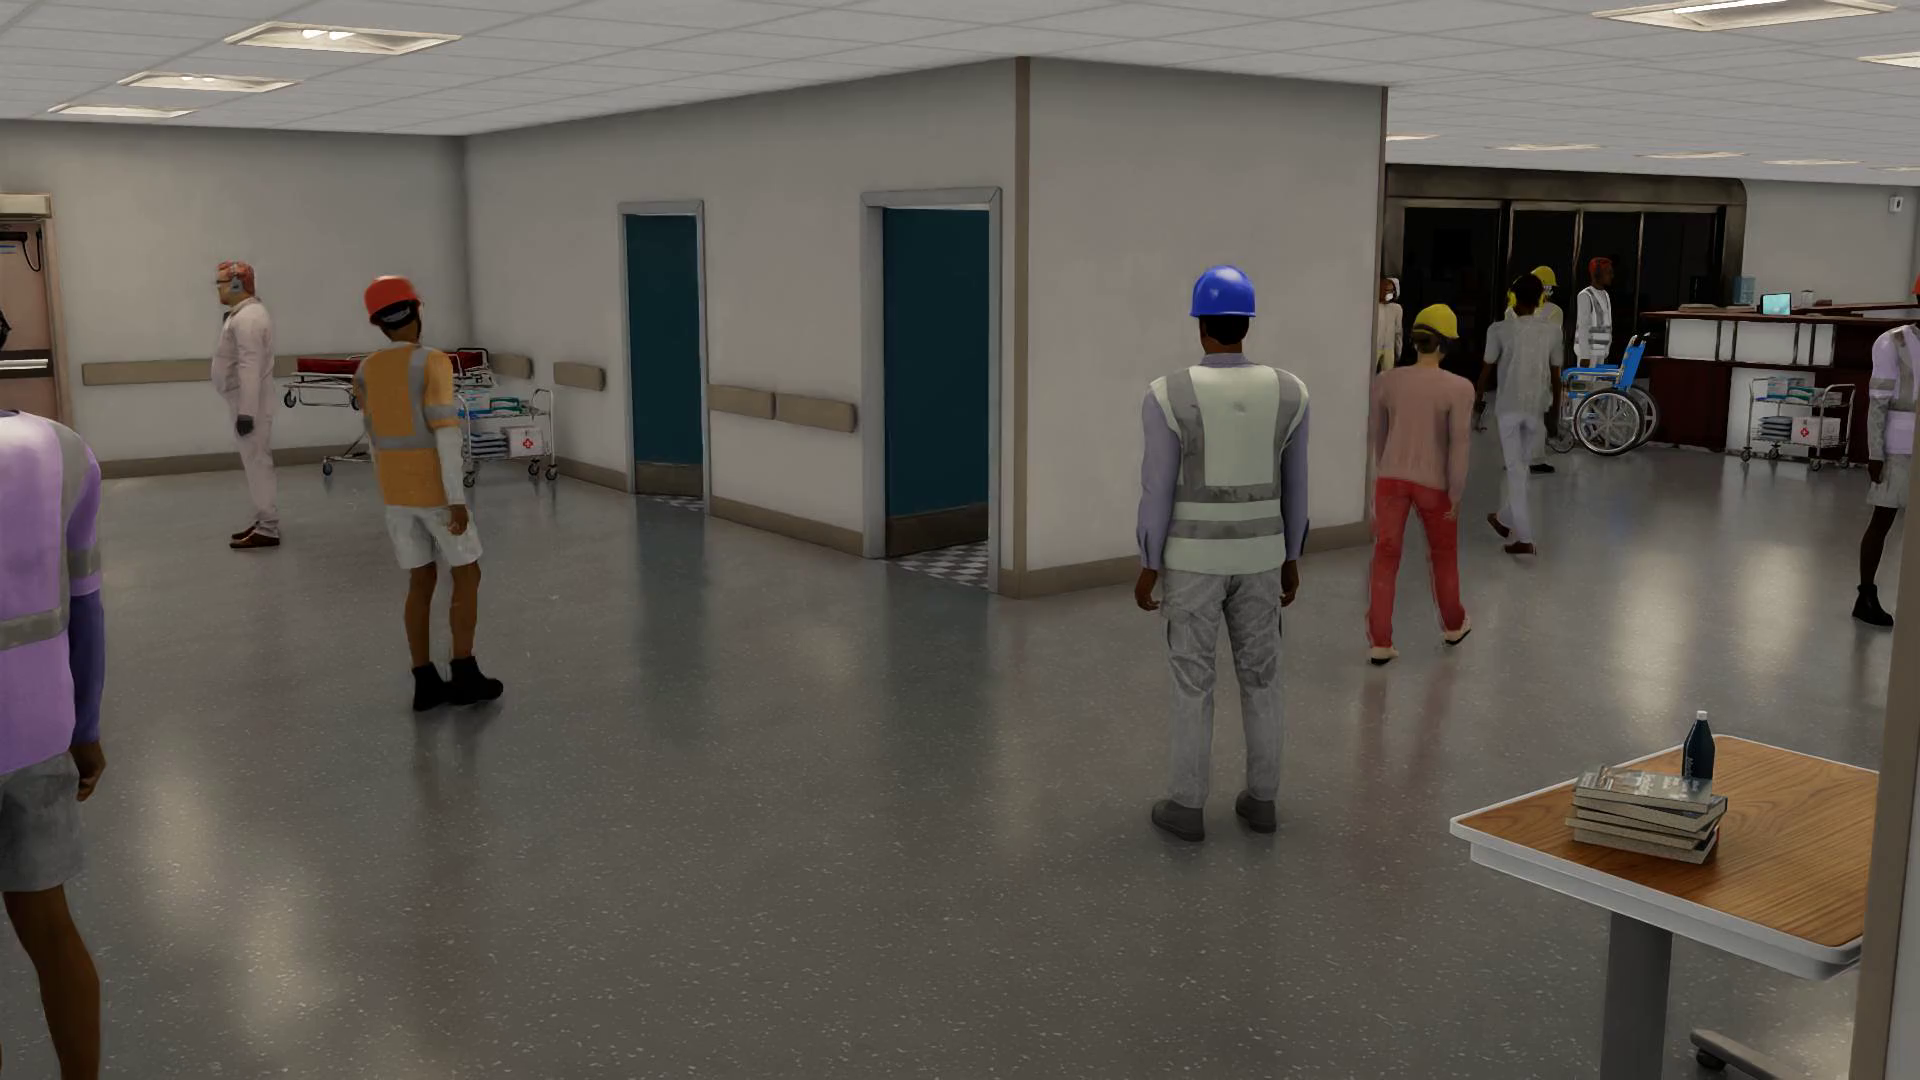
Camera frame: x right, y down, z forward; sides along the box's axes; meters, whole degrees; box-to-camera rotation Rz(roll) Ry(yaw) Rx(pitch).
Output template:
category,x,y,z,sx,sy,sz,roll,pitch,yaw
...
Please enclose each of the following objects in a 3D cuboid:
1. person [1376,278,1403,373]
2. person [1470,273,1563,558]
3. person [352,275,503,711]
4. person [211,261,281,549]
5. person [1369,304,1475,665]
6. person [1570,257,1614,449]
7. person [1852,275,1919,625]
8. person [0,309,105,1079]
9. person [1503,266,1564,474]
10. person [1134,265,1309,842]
category,x,y,z,sx,sy,sz,roll,pitch,yaw
person,4.799,-2.154,18.926,0.504,1.627,0.285,-2,10,-13
person,3.654,-0.837,11.011,0.505,1.819,0.965,-1,10,-7
person,-2.356,-0.203,7.271,0.631,1.876,0.424,5,11,24
person,-4.773,-0.903,11.124,0.404,1.906,0.646,-4,11,-21
person,2.262,-0.282,8.151,0.536,1.723,0.871,7,12,34
person,6.257,-1.839,16.427,0.353,1.883,0.578,8,13,38
person,5.065,-0.491,8.766,0.542,1.928,0.399,0,10,-1
person,-2.043,0.411,3.430,0.407,2.029,0.613,3,11,18
person,5.067,-1.494,14.677,0.404,1.825,0.595,-7,12,-33
person,0.882,0.051,5.657,0.616,1.945,0.404,-3,10,-14
